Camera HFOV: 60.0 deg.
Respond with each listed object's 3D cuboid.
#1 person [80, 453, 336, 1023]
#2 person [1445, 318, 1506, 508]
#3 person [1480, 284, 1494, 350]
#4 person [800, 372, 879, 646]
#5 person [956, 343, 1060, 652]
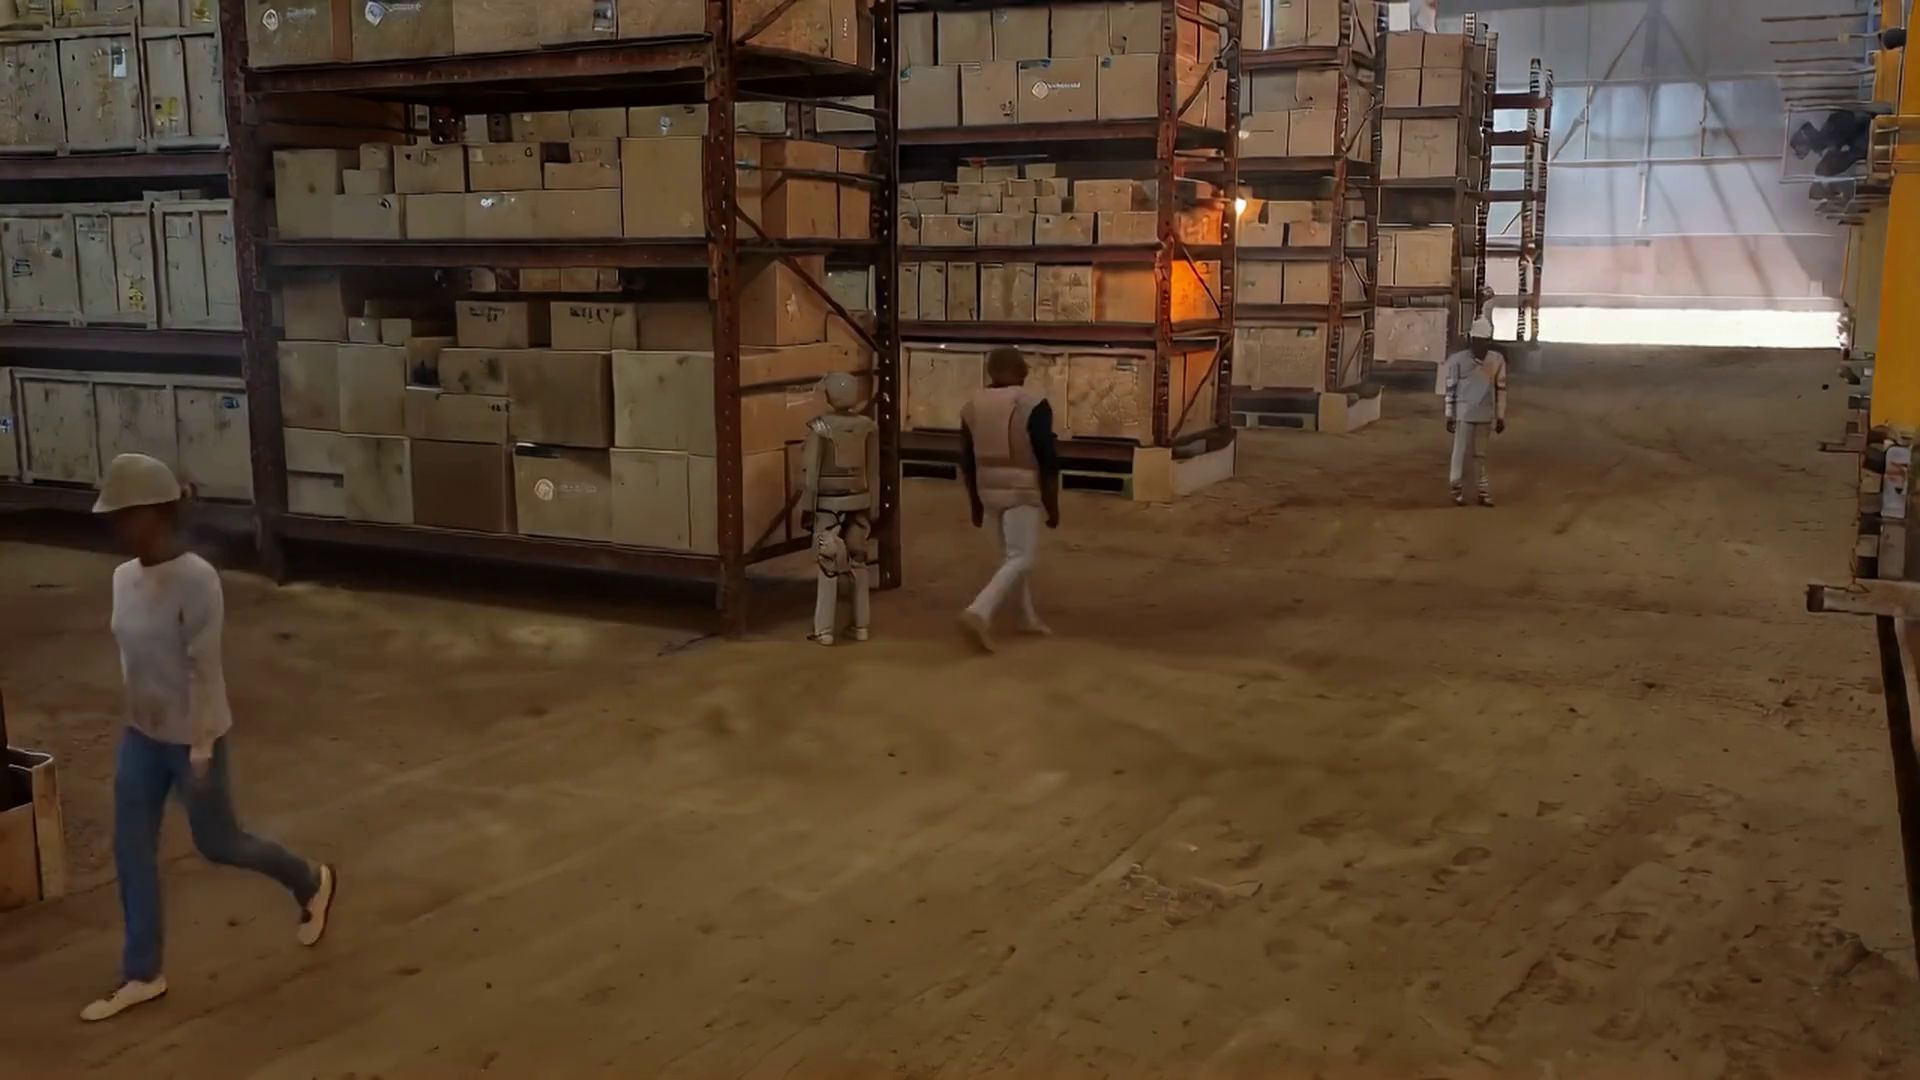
[{"bbox_3d":[-2.405,0.574,5.232,0.520,1.734,0.759,5,11,28],"label":"person"},{"bbox_3d":[4.729,-1.160,15.250,0.568,1.744,0.352,-1,10,-4],"label":"person"},{"bbox_3d":[10.225,-4.124,32.419,0.342,1.730,0.502,4,11,24],"label":"person"},{"bbox_3d":[-0.707,-0.181,9.912,0.524,1.631,0.315,-6,12,-33],"label":"person"},{"bbox_3d":[0.250,-0.233,9.694,0.642,1.813,0.780,9,14,43],"label":"person"}]
